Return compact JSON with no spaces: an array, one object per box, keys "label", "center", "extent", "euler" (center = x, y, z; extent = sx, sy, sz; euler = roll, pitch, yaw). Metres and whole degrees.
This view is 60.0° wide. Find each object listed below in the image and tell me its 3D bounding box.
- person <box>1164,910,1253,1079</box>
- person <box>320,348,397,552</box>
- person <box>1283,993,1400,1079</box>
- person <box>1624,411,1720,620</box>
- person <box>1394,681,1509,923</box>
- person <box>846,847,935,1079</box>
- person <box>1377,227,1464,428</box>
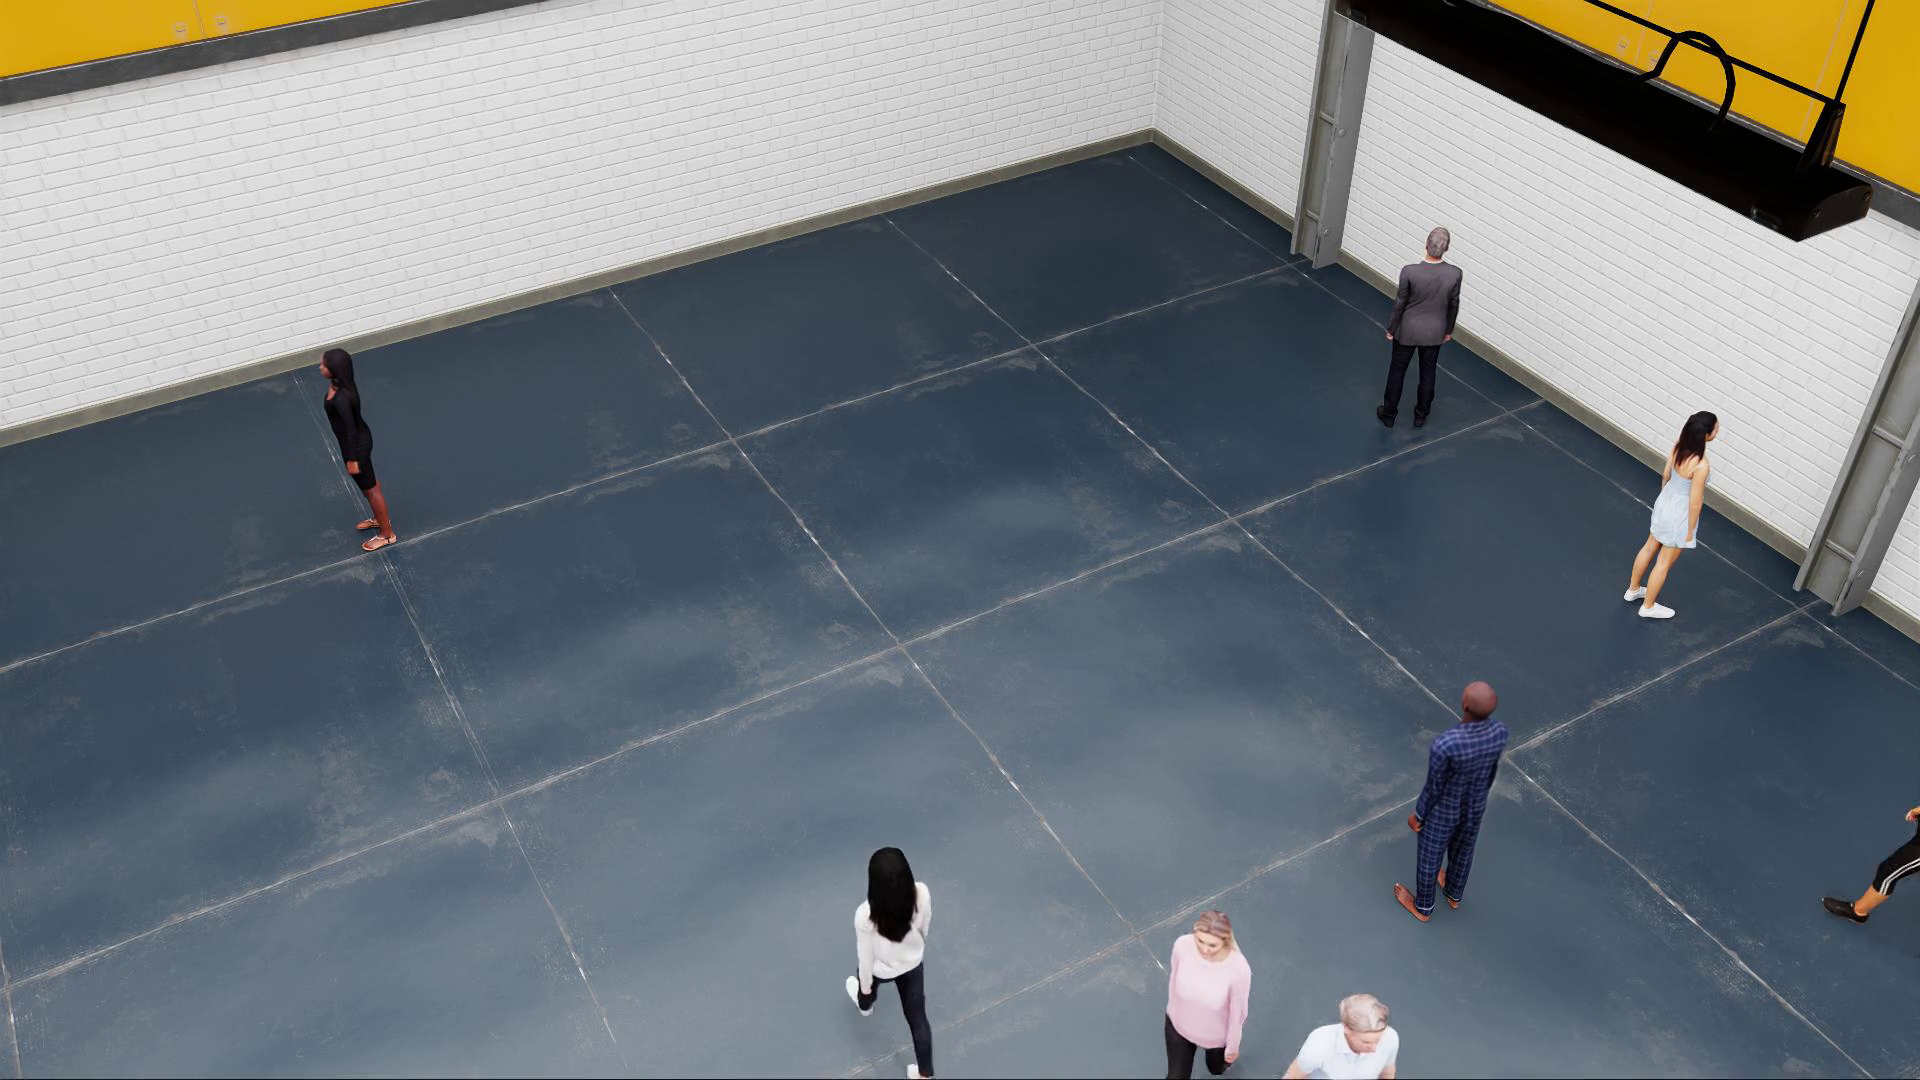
[{"label":"person","center":[1.302,2.457,8.628],"extent":[1.071,1.663,1.009],"euler":[19,42,22]},{"label":"person","center":[-4.561,-0.702,12.538],"extent":[0.697,1.720,0.489],"euler":[-15,41,-18]},{"label":"person","center":[1.815,2.695,8.231],"extent":[0.853,1.786,1.014],"euler":[-10,40,-12]},{"label":"person","center":[5.106,-0.194,11.894],"extent":[0.712,1.731,0.575],"euler":[-7,39,-8]},{"label":"person","center":[2.882,1.519,9.679],"extent":[0.685,1.818,0.620],"euler":[-14,41,-17]},{"label":"person","center":[-0.309,2.312,8.820],"extent":[0.648,1.649,1.113],"euler":[-19,42,-22]},{"label":"person","center":[3.807,-1.756,13.760],"extent":[0.815,1.841,0.804],"euler":[1,39,1]}]
